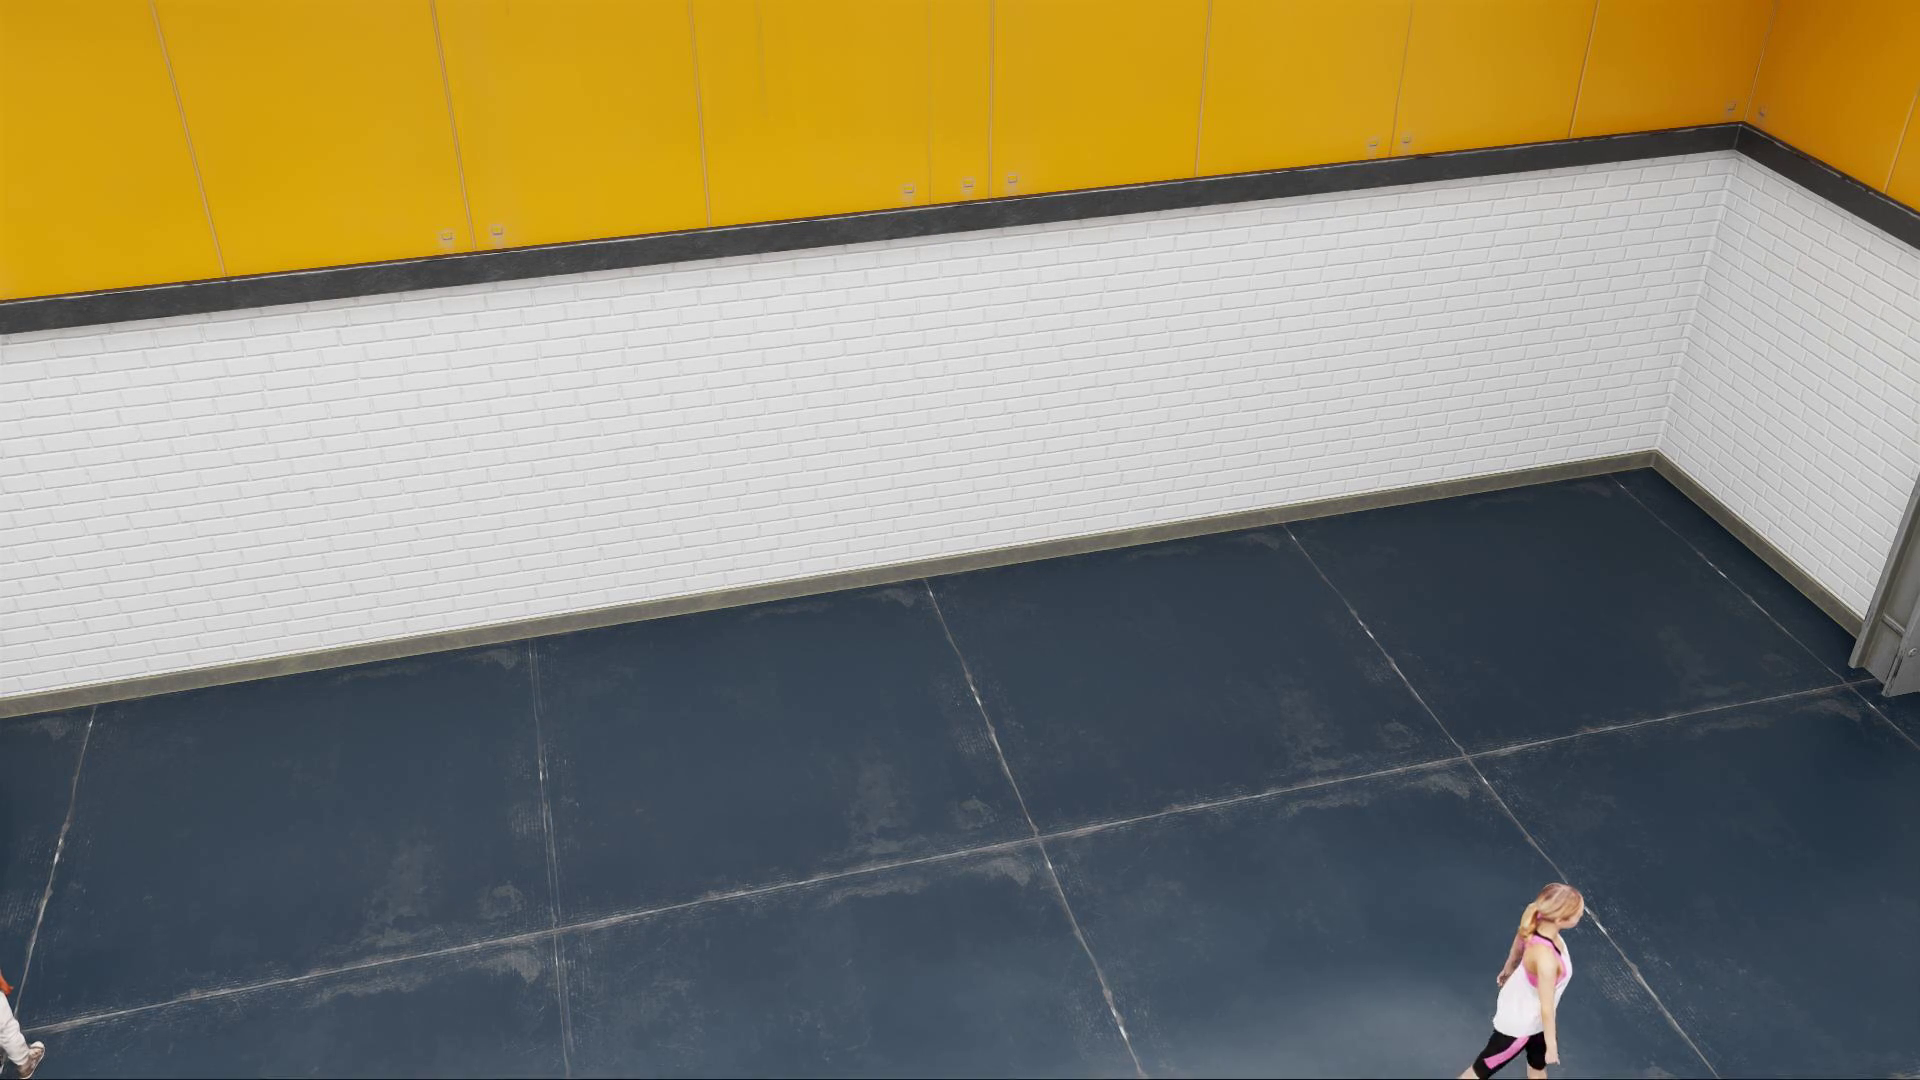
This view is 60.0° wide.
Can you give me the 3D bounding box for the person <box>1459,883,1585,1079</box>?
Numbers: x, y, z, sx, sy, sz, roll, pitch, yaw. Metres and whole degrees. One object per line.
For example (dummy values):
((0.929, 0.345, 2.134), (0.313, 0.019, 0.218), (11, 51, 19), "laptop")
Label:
((2.669, 2.338, 8.209), (0.979, 1.756, 1.046), (6, 34, 9), "person")
